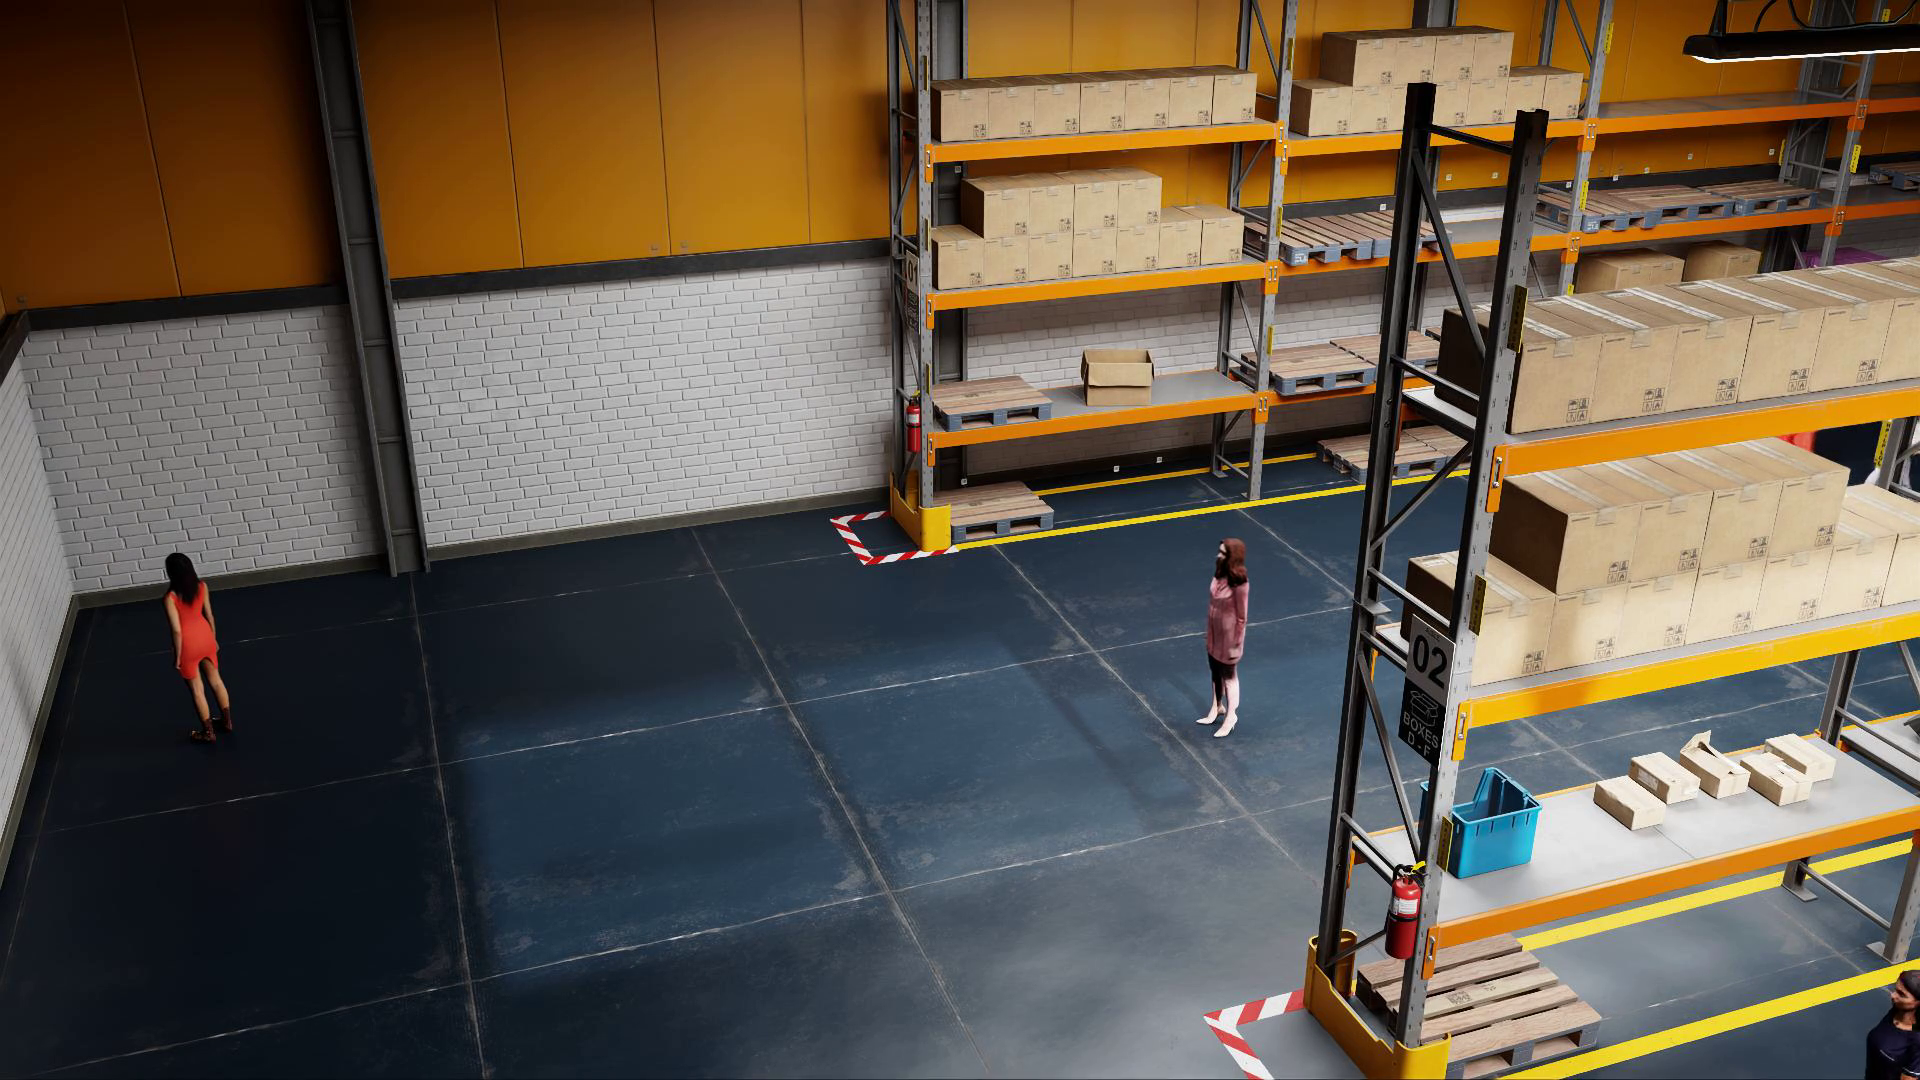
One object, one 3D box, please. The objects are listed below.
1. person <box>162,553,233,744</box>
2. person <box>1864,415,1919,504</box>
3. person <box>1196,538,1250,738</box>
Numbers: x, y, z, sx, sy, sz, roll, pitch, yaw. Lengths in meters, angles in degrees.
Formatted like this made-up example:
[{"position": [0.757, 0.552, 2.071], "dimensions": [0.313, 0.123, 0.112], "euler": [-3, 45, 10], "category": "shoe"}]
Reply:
[{"position": [-6.440, 0.896, 13.993], "dimensions": [0.718, 1.719, 0.653], "euler": [11, 26, 24], "category": "person"}, {"position": [10.310, -1.059, 18.468], "dimensions": [1.162, 1.717, 0.920], "euler": [2, 24, 5], "category": "person"}, {"position": [2.258, 0.808, 14.089], "dimensions": [0.527, 1.803, 0.621], "euler": [-10, 25, -21], "category": "person"}]
